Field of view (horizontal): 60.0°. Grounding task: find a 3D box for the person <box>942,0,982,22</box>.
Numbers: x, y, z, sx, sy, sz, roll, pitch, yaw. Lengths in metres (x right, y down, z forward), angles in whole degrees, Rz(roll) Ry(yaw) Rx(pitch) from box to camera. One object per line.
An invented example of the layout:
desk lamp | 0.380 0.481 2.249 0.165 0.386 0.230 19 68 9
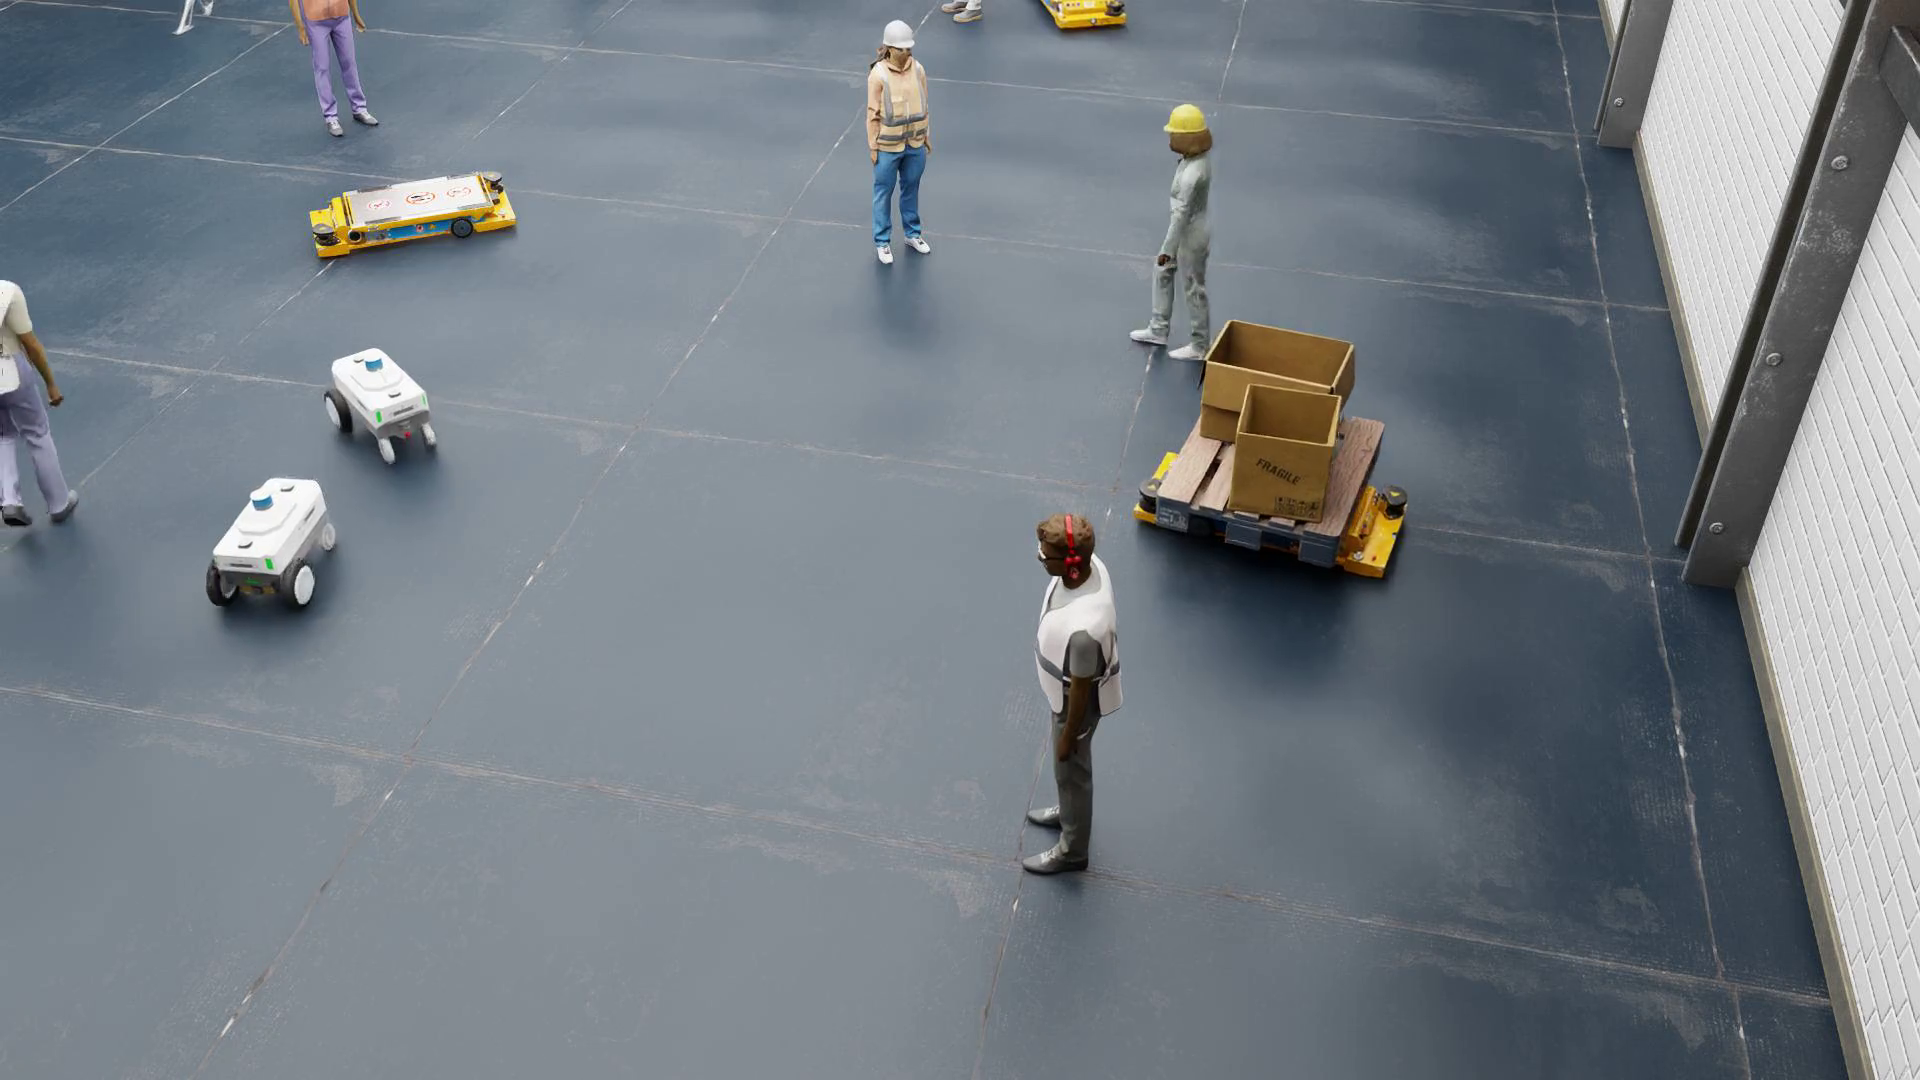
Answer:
person | 0.047 -5.891 15.755 0.355 1.882 0.574 -13 39 -16

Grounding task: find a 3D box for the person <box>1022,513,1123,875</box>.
person | 0.482 0.651 7.044 0.408 1.833 0.562 0 37 0

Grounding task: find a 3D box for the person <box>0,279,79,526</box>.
person | -5.245 -0.841 9.049 0.605 1.820 0.491 -4 37 -5

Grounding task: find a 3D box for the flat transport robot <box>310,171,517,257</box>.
flat transport robot | -4.120 -2.455 12.504 1.431 0.231 0.659 -13 39 -17

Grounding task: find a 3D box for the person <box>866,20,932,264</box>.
person | -0.445 -2.832 11.787 0.488 1.732 0.365 -20 41 -24

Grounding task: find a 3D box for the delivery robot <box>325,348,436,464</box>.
delivery robot | -3.519 -0.862 10.128 0.499 0.587 0.777 -26 44 -30

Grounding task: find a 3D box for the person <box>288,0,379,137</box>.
person | -5.177 -4.264 13.606 0.562 1.847 0.389 -30 46 -33

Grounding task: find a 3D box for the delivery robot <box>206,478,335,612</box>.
delivery robot | -3.709 0.008 8.973 0.499 0.598 0.791 4 37 5

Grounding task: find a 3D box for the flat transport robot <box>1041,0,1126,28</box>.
flat transport robot | 1.124 -5.403 16.449 0.659 0.231 1.431 -8 37 -10

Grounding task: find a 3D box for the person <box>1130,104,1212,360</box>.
person | 1.370 -1.939 10.596 0.682 1.712 0.505 7 37 9

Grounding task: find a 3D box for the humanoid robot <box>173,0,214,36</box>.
humanoid robot | -7.390 -5.652 15.601 0.551 1.829 0.888 11 38 14

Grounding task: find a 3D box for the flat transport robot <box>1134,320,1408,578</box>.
flat transport robot | 1.777 -0.200 9.487 1.431 0.231 0.659 14 39 18
